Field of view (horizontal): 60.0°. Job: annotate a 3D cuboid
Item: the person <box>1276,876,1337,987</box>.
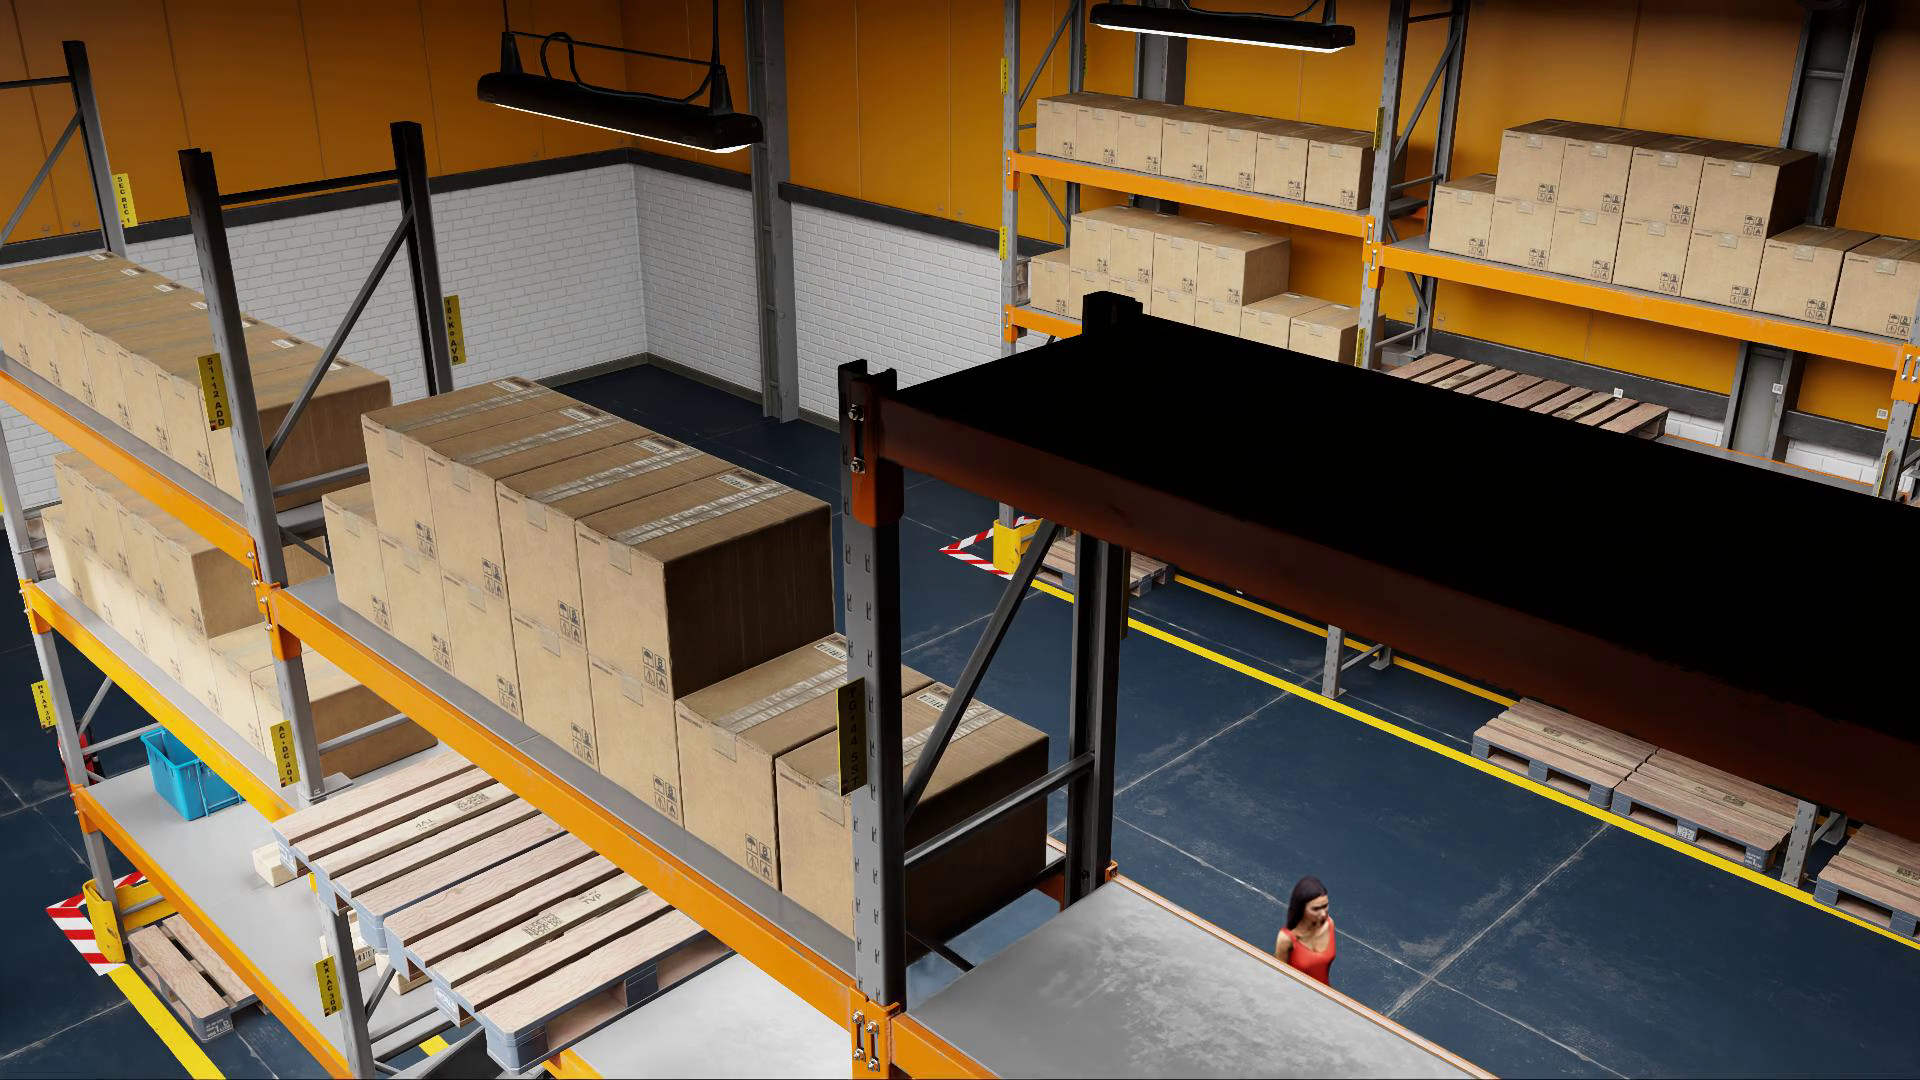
[{"bbox_3d":[1.978,2.711,9.704,0.625,1.718,0.585,-15,28,-31],"label":"person"}]
